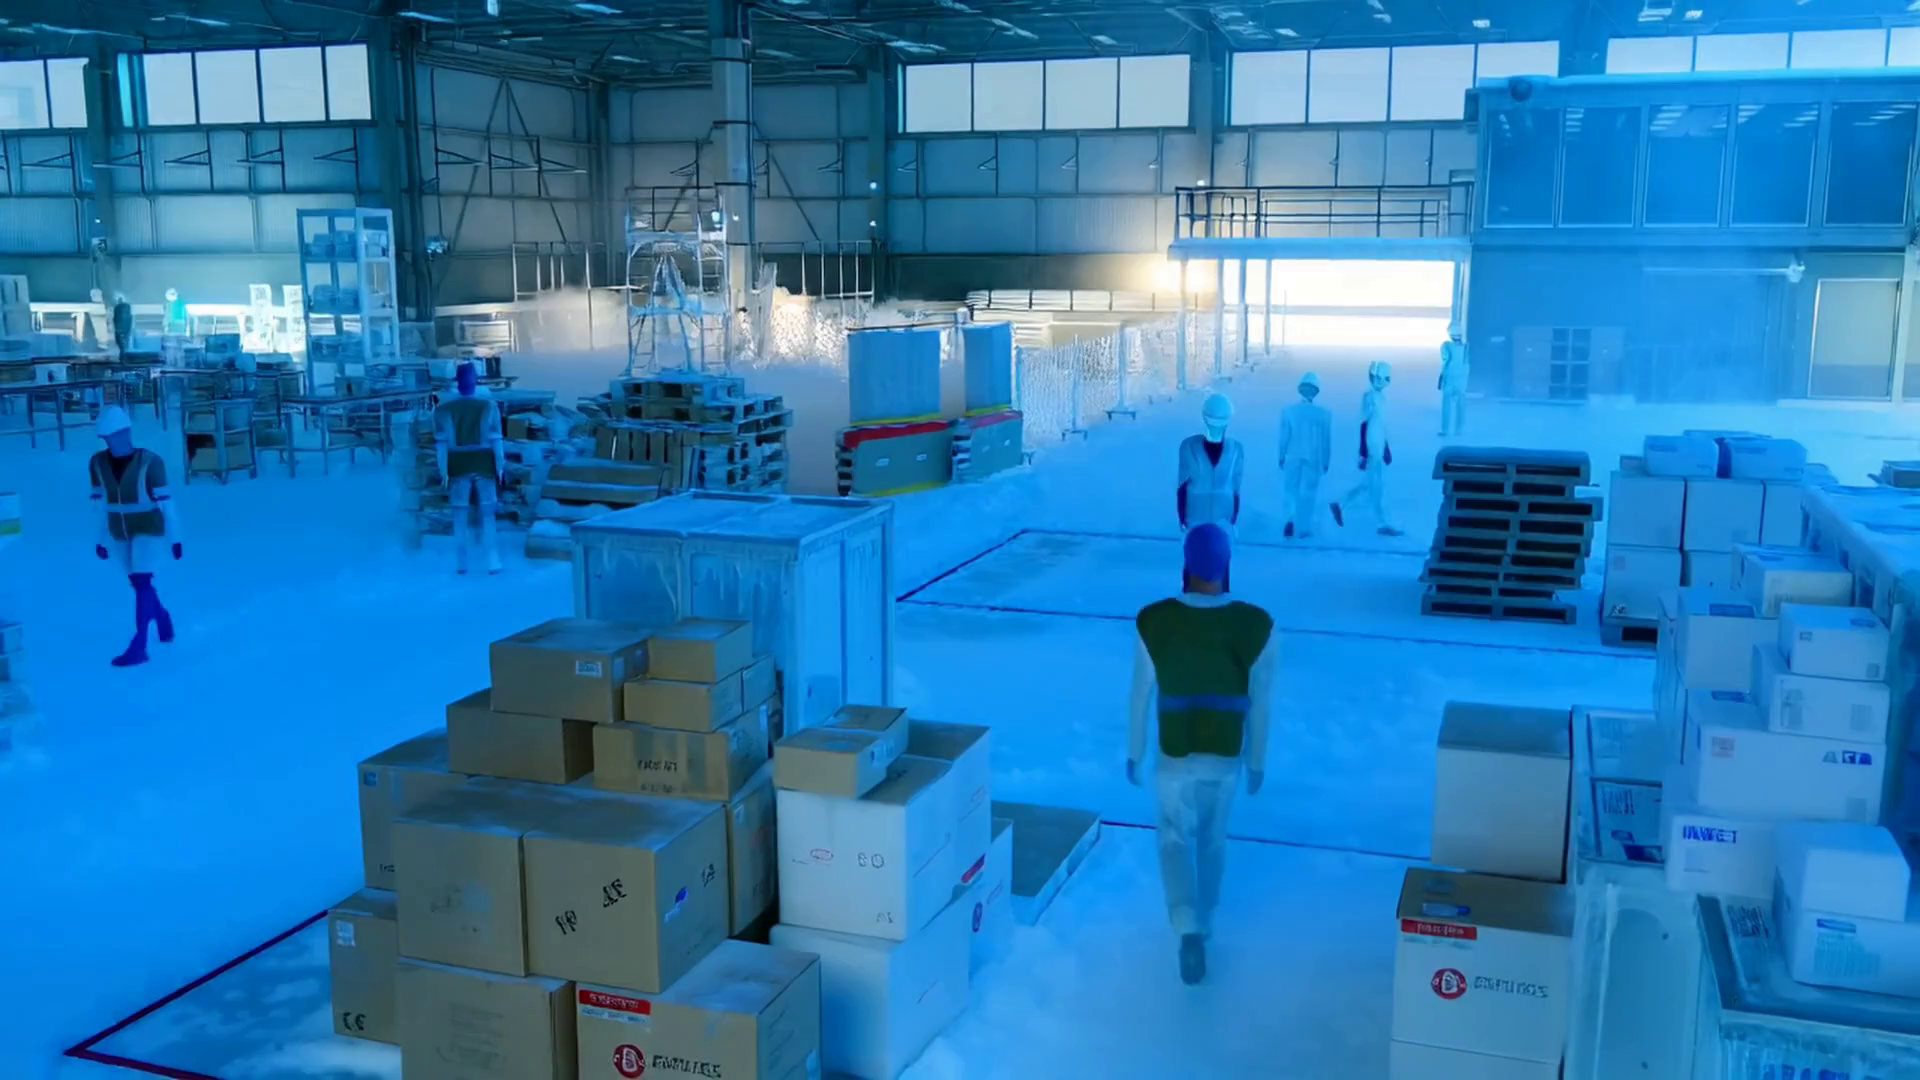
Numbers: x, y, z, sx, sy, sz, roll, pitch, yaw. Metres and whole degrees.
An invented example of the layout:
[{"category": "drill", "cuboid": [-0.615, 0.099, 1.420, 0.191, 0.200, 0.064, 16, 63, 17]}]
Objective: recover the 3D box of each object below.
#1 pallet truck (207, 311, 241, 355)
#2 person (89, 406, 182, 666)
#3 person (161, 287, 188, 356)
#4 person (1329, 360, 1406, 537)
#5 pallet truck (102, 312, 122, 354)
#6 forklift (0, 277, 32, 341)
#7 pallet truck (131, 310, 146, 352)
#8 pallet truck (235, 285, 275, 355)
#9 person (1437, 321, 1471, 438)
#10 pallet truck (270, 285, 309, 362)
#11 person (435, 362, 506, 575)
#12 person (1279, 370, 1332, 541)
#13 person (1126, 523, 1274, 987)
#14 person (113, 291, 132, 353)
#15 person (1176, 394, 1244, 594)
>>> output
[{"category": "pallet truck", "cuboid": [-19.537, -5.575, 44.913, 0.653, 1.274, 1.630, 3, 11, 19]}, {"category": "person", "cuboid": [-6.072, -0.076, 12.341, 0.594, 1.888, 0.972, 1, 10, 3]}, {"category": "person", "cuboid": [-18.533, -4.933, 39.252, 0.411, 2.034, 0.609, 7, 12, 36]}, {"category": "person", "cuboid": [4.301, -0.970, 17.451, 0.785, 1.852, 0.520, 5, 11, 28]}, {"category": "pallet truck", "cuboid": [-23.057, -5.777, 46.261, 0.680, 1.201, 1.601, 3, 11, 19]}, {"category": "forklift", "cuboid": [-27.151, -6.329, 46.328, 1.157, 1.987, 2.680, 3, 11, 17]}, {"category": "pallet truck", "cuboid": [-22.038, -5.665, 45.457, 0.704, 1.261, 1.522, 3, 11, 17]}, {"category": "pallet truck", "cuboid": [-18.327, -5.835, 44.421, 0.823, 1.965, 1.885, 4, 11, 23]}, {"category": "person", "cuboid": [7.783, -2.532, 26.252, 0.506, 1.846, 0.346, -1, 10, -5]}, {"category": "pallet truck", "cuboid": [-17.147, -5.700, 43.663, 0.823, 1.965, 1.885, 3, 11, 17]}, {"category": "person", "cuboid": [-4.494, -0.649, 15.313, 0.607, 1.962, 0.366, -2, 10, -12]}, {"category": "person", "cuboid": [3.539, -0.858, 17.052, 0.543, 1.754, 0.383, 4, 11, 21]}, {"category": "person", "cuboid": [0.997, 0.877, 6.931, 0.600, 1.893, 0.823, 0, 10, 0]}, {"category": "person", "cuboid": [-20.761, -5.227, 41.278, 0.452, 1.894, 0.668, -2, 10, -13]}, {"category": "person", "cuboid": [1.953, -0.216, 13.103, 0.547, 1.895, 0.997, -1, 10, -4]}]
